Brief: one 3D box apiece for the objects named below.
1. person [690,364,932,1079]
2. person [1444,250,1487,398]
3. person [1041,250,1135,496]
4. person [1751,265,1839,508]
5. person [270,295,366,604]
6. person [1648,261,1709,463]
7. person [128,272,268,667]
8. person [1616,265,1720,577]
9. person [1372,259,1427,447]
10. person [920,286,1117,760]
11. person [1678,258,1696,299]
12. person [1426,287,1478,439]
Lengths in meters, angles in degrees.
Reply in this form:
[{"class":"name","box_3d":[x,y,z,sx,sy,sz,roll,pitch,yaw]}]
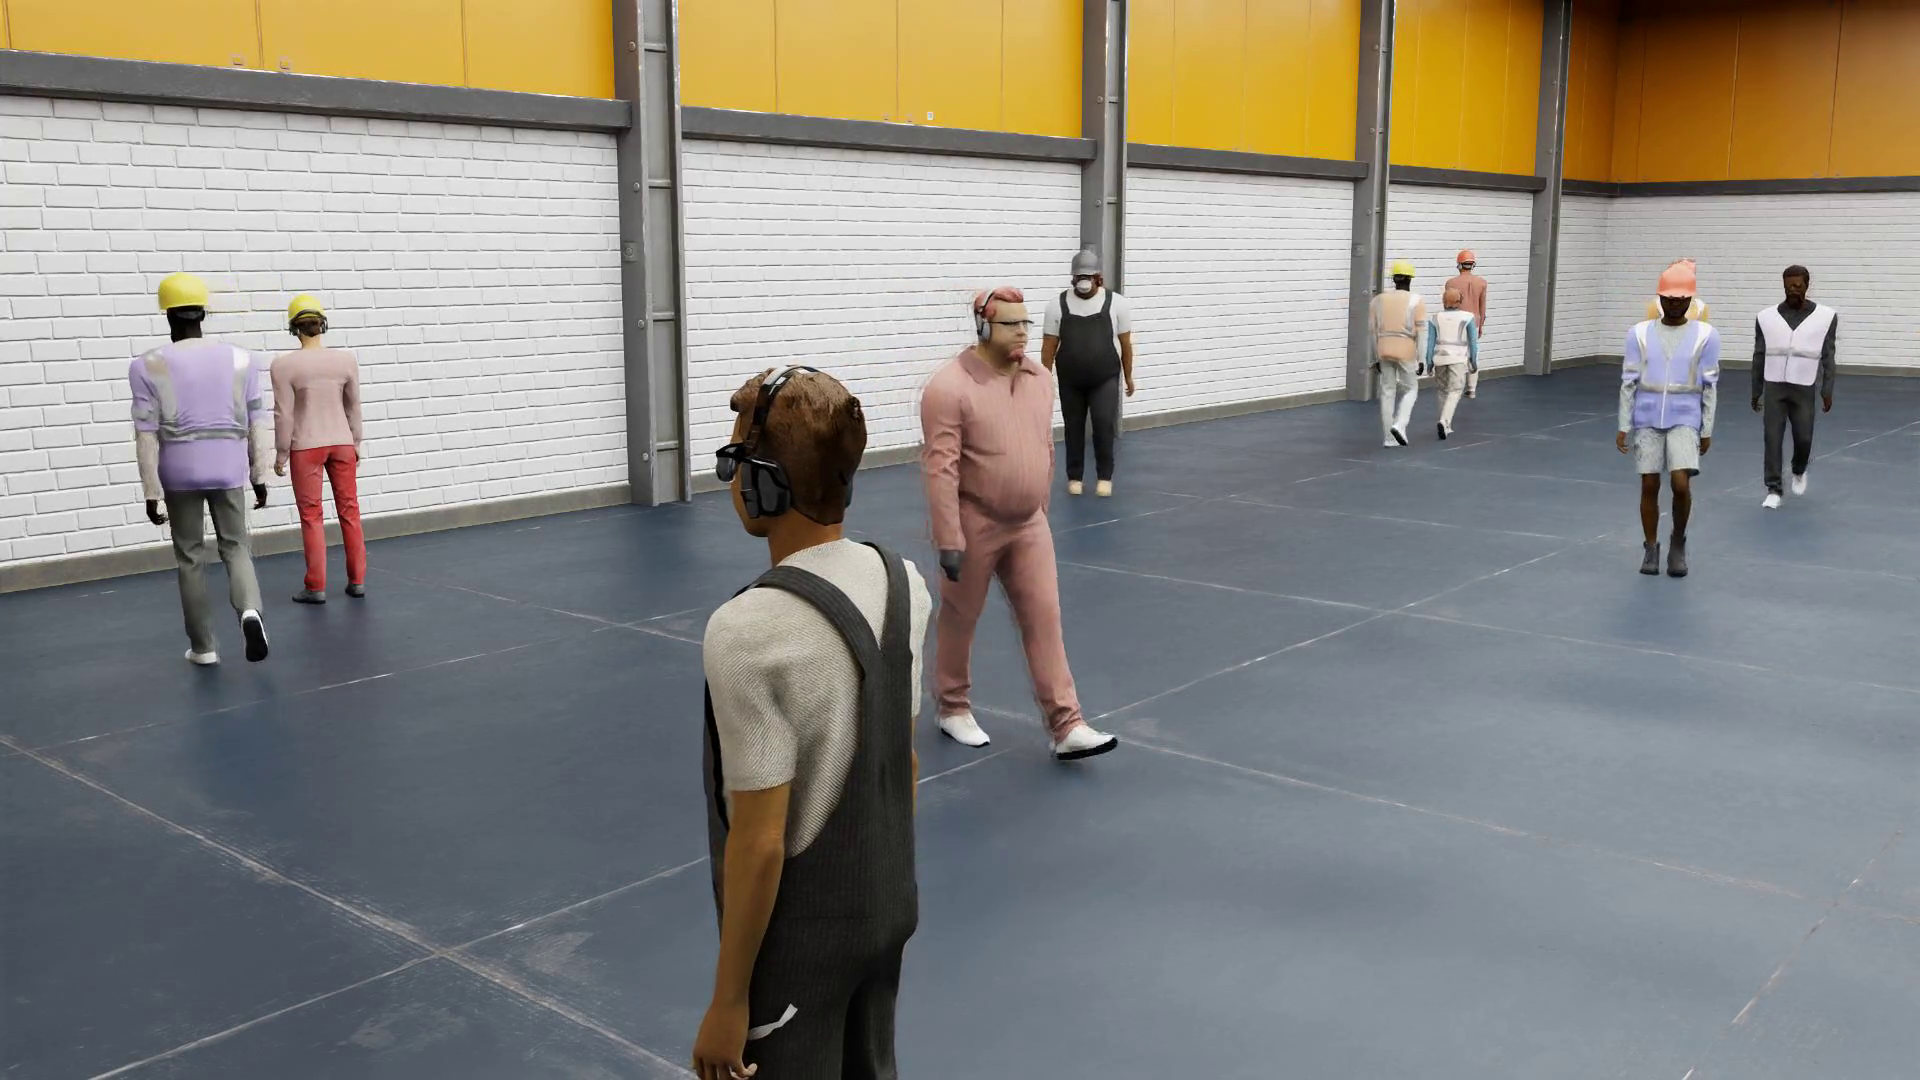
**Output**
[{"class":"person","box_3d":[-0.242,0.643,2.678,0.337,1.845,0.514,5,11,28]},{"class":"person","box_3d":[6.791,-2.903,22.439,0.611,1.995,0.375,-2,10,-12]},{"class":"person","box_3d":[1.029,-1.355,13.493,0.755,2.000,0.700,2,10,9]},{"class":"person","box_3d":[6.549,-1.212,13.093,0.601,1.895,0.690,6,12,33]},{"class":"person","box_3d":[-3.667,-0.512,9.505,0.327,1.760,0.523,9,14,43]},{"class":"person","box_3d":[6.667,-1.610,15.368,0.569,1.888,0.957,0,10,-2]},{"class":"person","box_3d":[-3.589,-0.310,7.903,0.600,1.914,0.617,-8,13,-39]},{"class":"person","box_3d":[4.329,-0.715,10.218,0.547,1.921,0.497,6,11,30]},{"class":"person","box_3d":[4.441,-1.879,16.861,0.583,1.909,0.466,7,12,34]},{"class":"person","box_3d":[0.202,-0.043,6.505,0.676,1.862,0.960,-7,12,-34]},{"class":"person","box_3d":[9.646,-2.794,22.107,0.614,1.886,0.680,6,12,33]},{"class":"person","box_3d":[5.215,-1.887,17.748,0.517,1.609,0.751,7,12,36]}]
